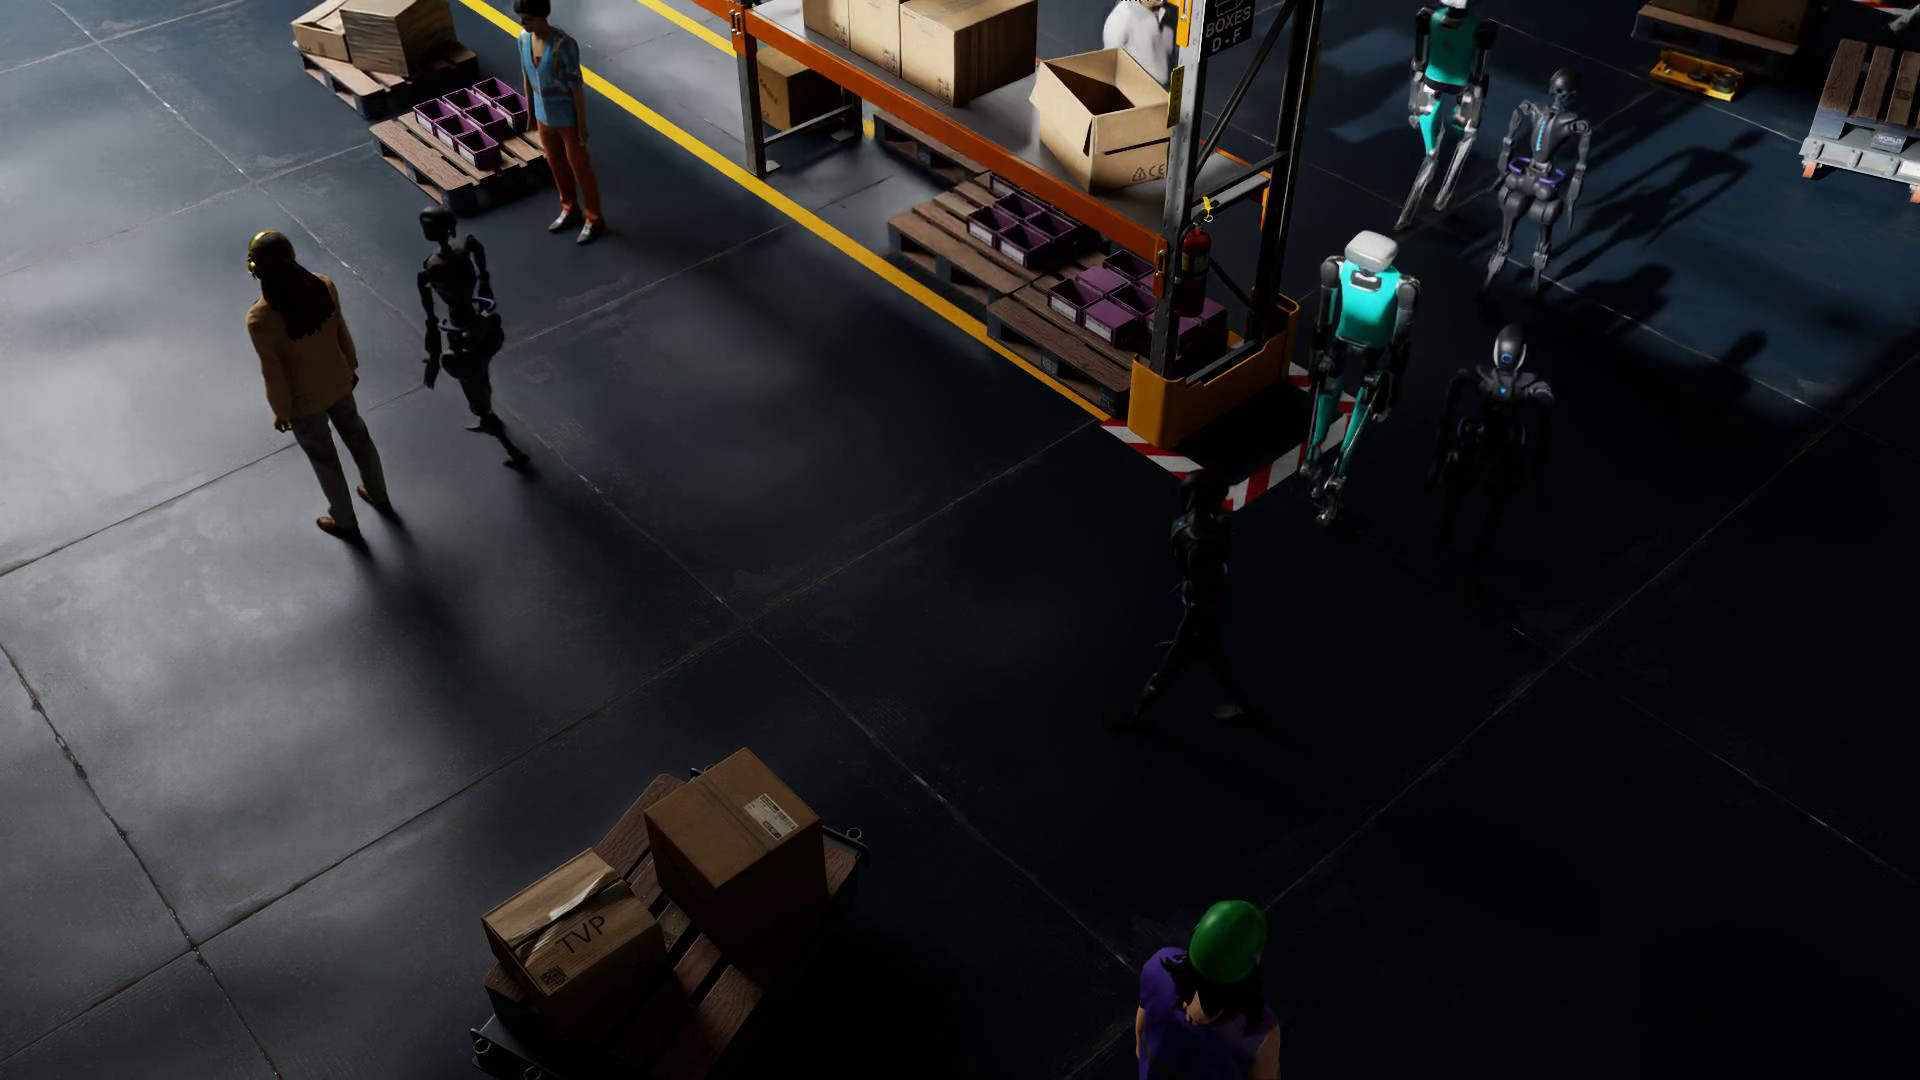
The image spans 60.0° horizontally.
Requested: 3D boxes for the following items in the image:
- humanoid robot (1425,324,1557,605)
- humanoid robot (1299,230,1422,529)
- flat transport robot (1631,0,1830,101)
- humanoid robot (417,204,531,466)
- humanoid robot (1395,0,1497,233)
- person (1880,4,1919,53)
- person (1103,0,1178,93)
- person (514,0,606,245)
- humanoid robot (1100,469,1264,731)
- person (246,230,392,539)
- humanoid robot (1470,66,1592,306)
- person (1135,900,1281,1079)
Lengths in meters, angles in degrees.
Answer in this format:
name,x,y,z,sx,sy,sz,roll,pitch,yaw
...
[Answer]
name,x,y,z,sx,sy,sz,roll,pitch,yaw
humanoid robot,2.729,-0.428,8.524,0.611,1.648,0.492,13,44,14
humanoid robot,2.000,-0.729,8.808,0.559,1.794,0.758,24,48,23
flat transport robot,6.143,-3.964,13.407,0.659,0.231,1.431,27,49,26
humanoid robot,-2.771,-1.133,9.316,0.614,1.650,0.602,17,45,18
humanoid robot,3.335,-2.955,11.243,0.556,1.809,0.766,26,49,26
person,7.870,-4.502,12.874,0.854,1.795,0.506,24,48,24
person,1.189,-3.011,11.171,0.649,1.881,0.776,-29,50,-28
person,-2.676,-2.822,11.065,0.507,1.757,0.331,21,47,21
humanoid robot,1.102,0.310,7.755,0.799,1.621,0.593,7,43,7
person,-3.387,-0.799,8.778,0.398,1.875,0.568,22,47,23
humanoid robot,3.607,-2.199,10.477,0.591,1.652,0.620,31,51,30
person,0.840,1.894,5.805,0.536,1.933,0.408,28,49,27
